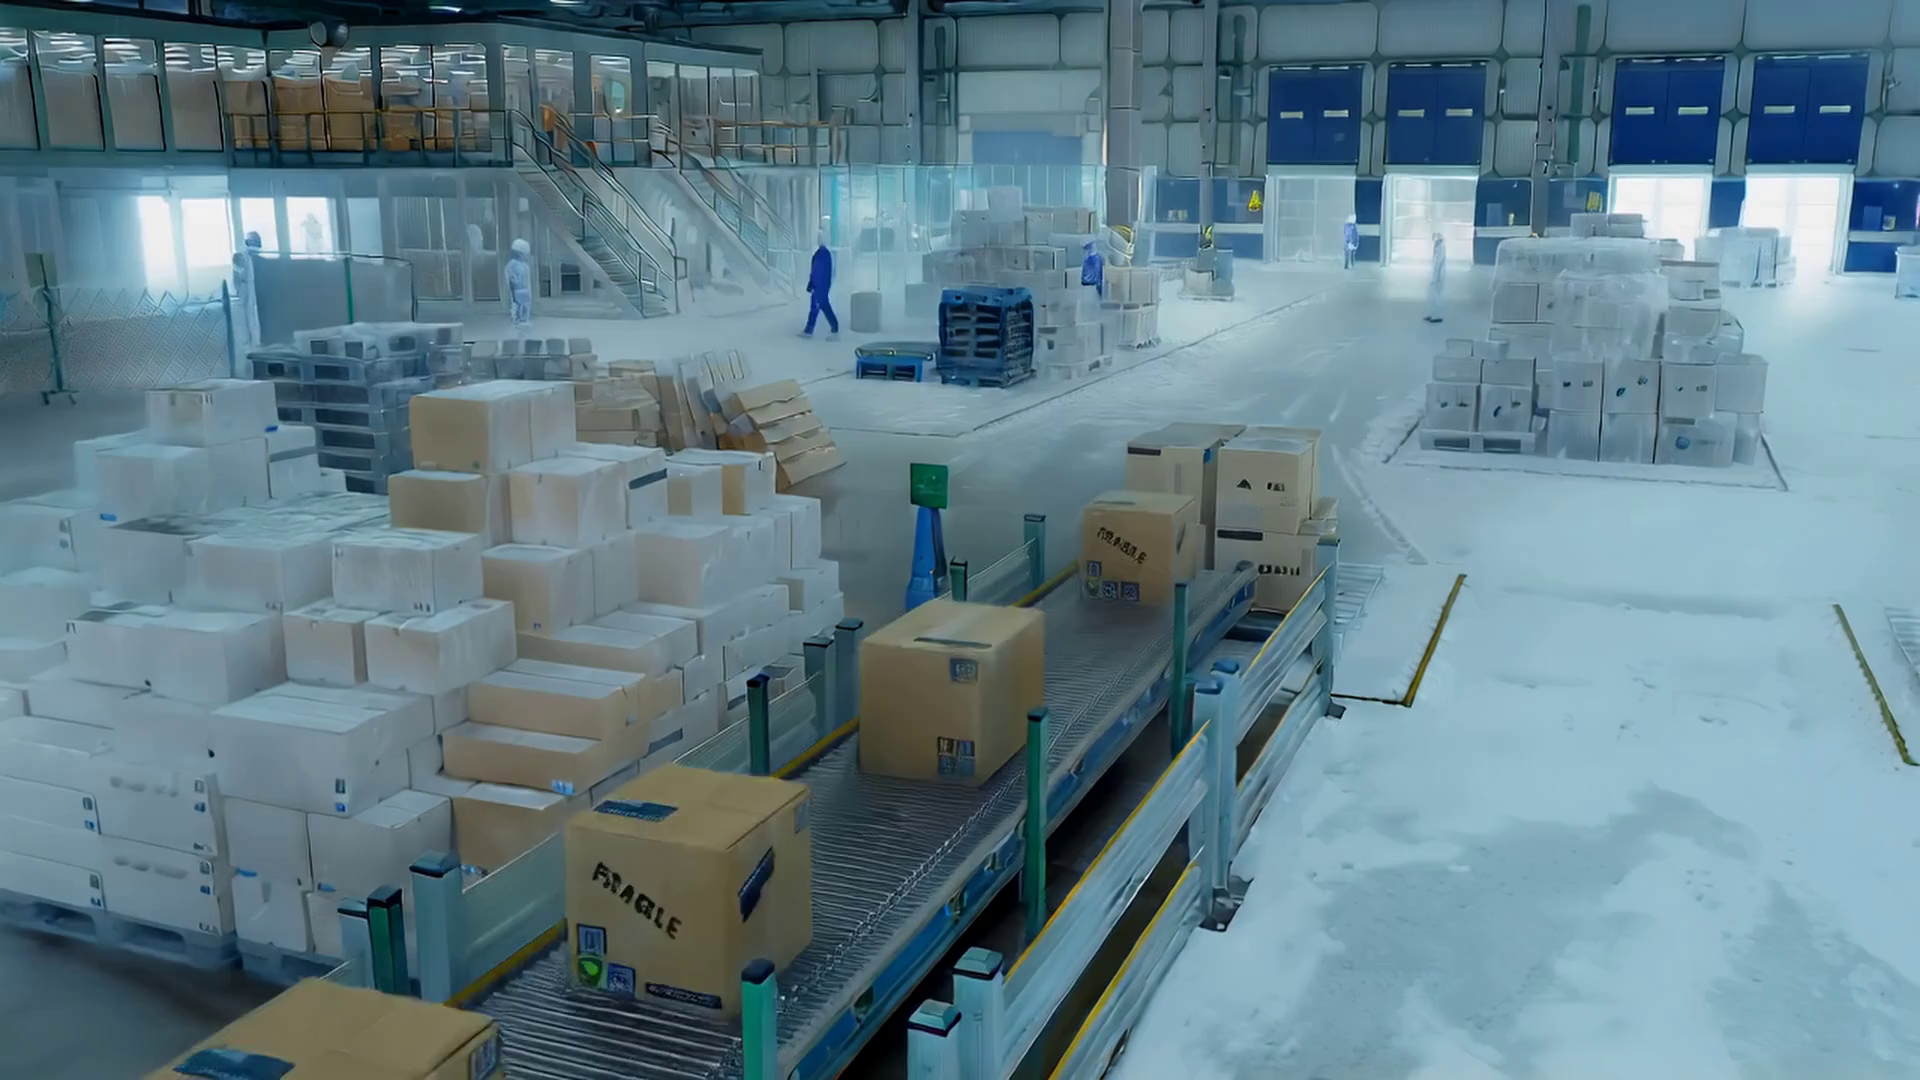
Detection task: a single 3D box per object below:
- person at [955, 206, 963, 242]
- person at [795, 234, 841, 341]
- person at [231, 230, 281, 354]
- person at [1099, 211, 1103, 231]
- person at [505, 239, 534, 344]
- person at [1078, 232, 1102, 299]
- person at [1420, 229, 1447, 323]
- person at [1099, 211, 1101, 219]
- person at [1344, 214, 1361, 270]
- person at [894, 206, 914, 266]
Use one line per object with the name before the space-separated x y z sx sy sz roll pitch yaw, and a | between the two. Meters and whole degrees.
person | -0.007 -8.461 47.140 0.622 1.993 0.382 4 13 19
person | -2.523 -4.491 29.581 0.923 1.892 0.644 3 13 13
person | -11.613 -4.101 27.481 0.684 2.000 0.536 -2 13 -7
person | 4.287 -8.880 49.274 0.577 1.877 1.016 6 14 25
person | -6.856 -3.731 26.044 0.347 1.943 0.545 3 13 14
person | 2.050 -3.854 26.371 0.395 2.038 0.615 3 13 14
person | 9.332 -5.189 32.780 0.602 1.850 0.565 1 13 4
person | 4.302 -9.374 51.865 0.908 1.722 0.544 -3 13 -13
person | 11.861 -9.014 50.289 0.537 1.698 0.320 -1 13 -5
person | -1.790 -9.599 52.429 0.864 1.920 0.611 11 16 39
